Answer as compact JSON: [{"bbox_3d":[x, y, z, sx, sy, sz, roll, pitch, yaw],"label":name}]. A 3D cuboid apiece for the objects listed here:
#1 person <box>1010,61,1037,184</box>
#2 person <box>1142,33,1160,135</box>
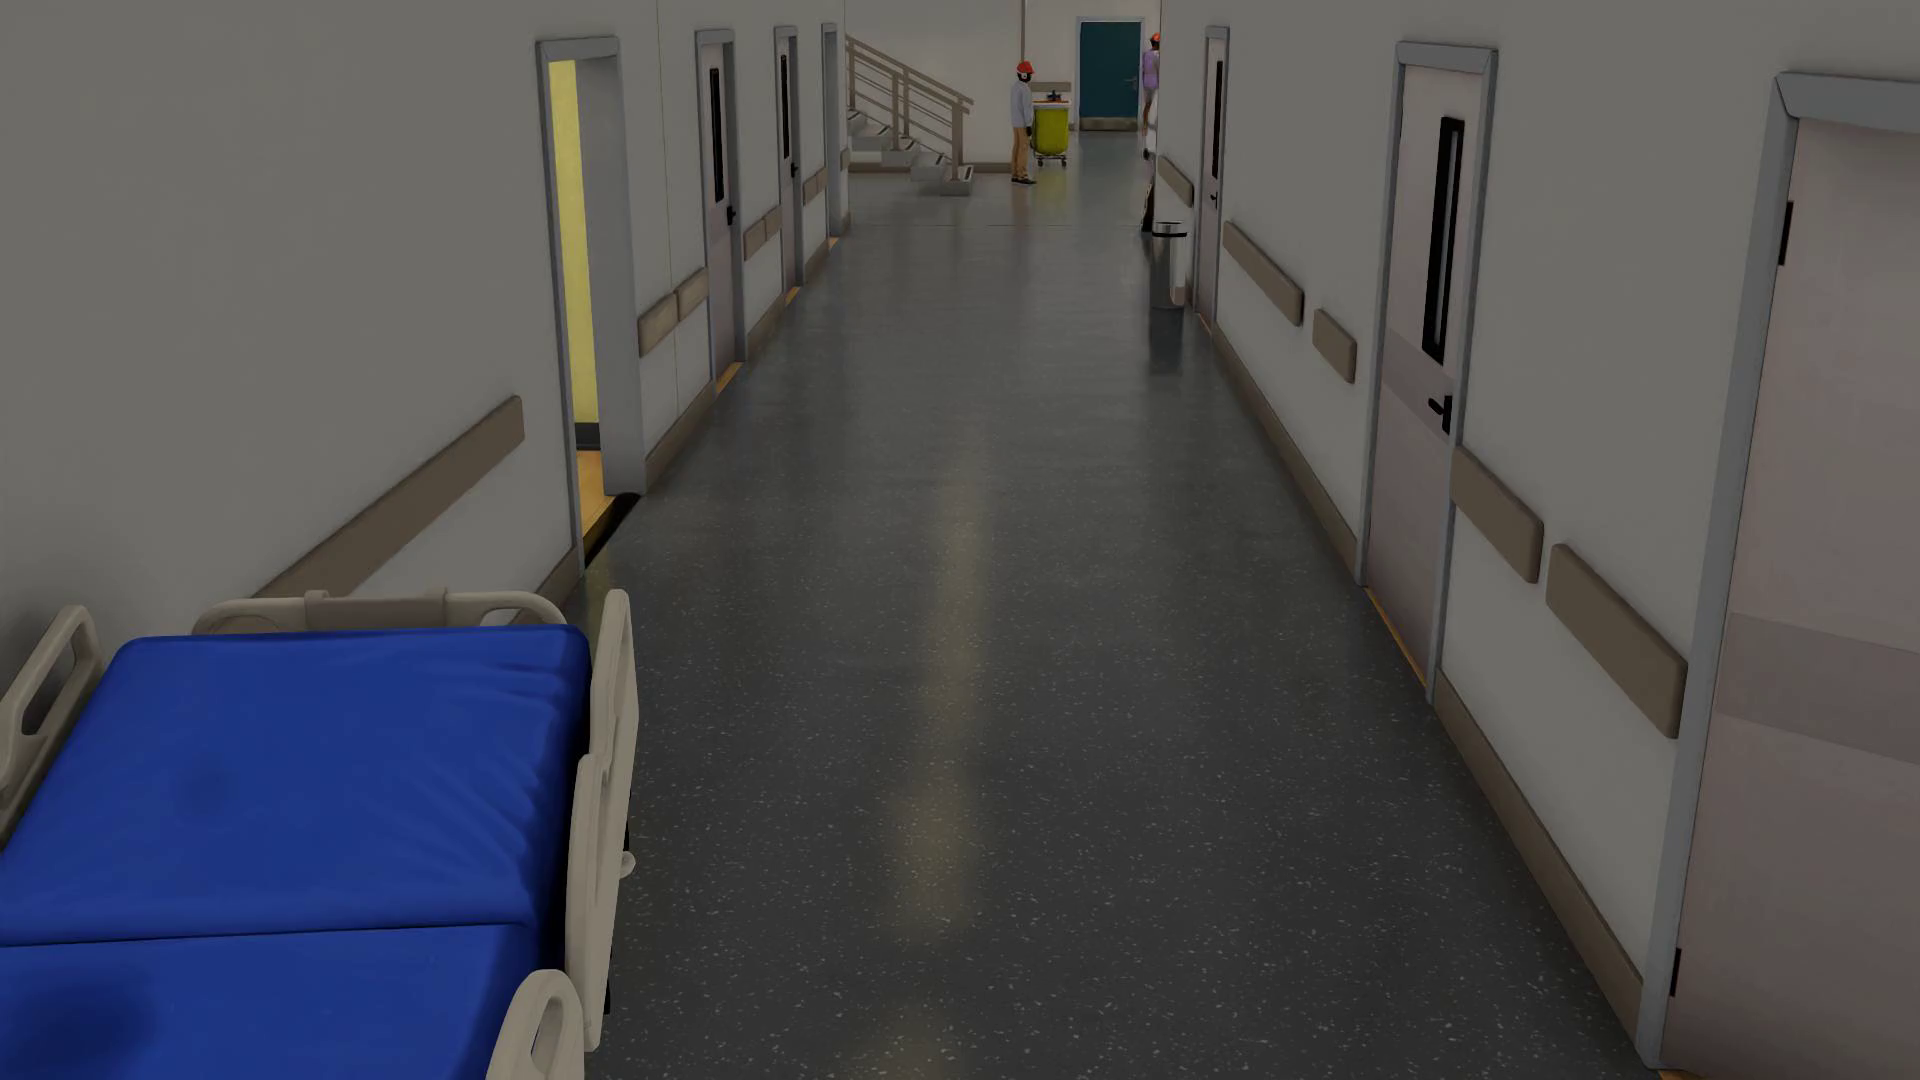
[{"bbox_3d":[0.930,-6.094,24.309,0.332,1.750,0.573,-6,19,-19],"label":"person"},{"bbox_3d":[3.944,-9.236,33.751,0.407,2.029,0.613,-12,21,-33],"label":"person"}]
